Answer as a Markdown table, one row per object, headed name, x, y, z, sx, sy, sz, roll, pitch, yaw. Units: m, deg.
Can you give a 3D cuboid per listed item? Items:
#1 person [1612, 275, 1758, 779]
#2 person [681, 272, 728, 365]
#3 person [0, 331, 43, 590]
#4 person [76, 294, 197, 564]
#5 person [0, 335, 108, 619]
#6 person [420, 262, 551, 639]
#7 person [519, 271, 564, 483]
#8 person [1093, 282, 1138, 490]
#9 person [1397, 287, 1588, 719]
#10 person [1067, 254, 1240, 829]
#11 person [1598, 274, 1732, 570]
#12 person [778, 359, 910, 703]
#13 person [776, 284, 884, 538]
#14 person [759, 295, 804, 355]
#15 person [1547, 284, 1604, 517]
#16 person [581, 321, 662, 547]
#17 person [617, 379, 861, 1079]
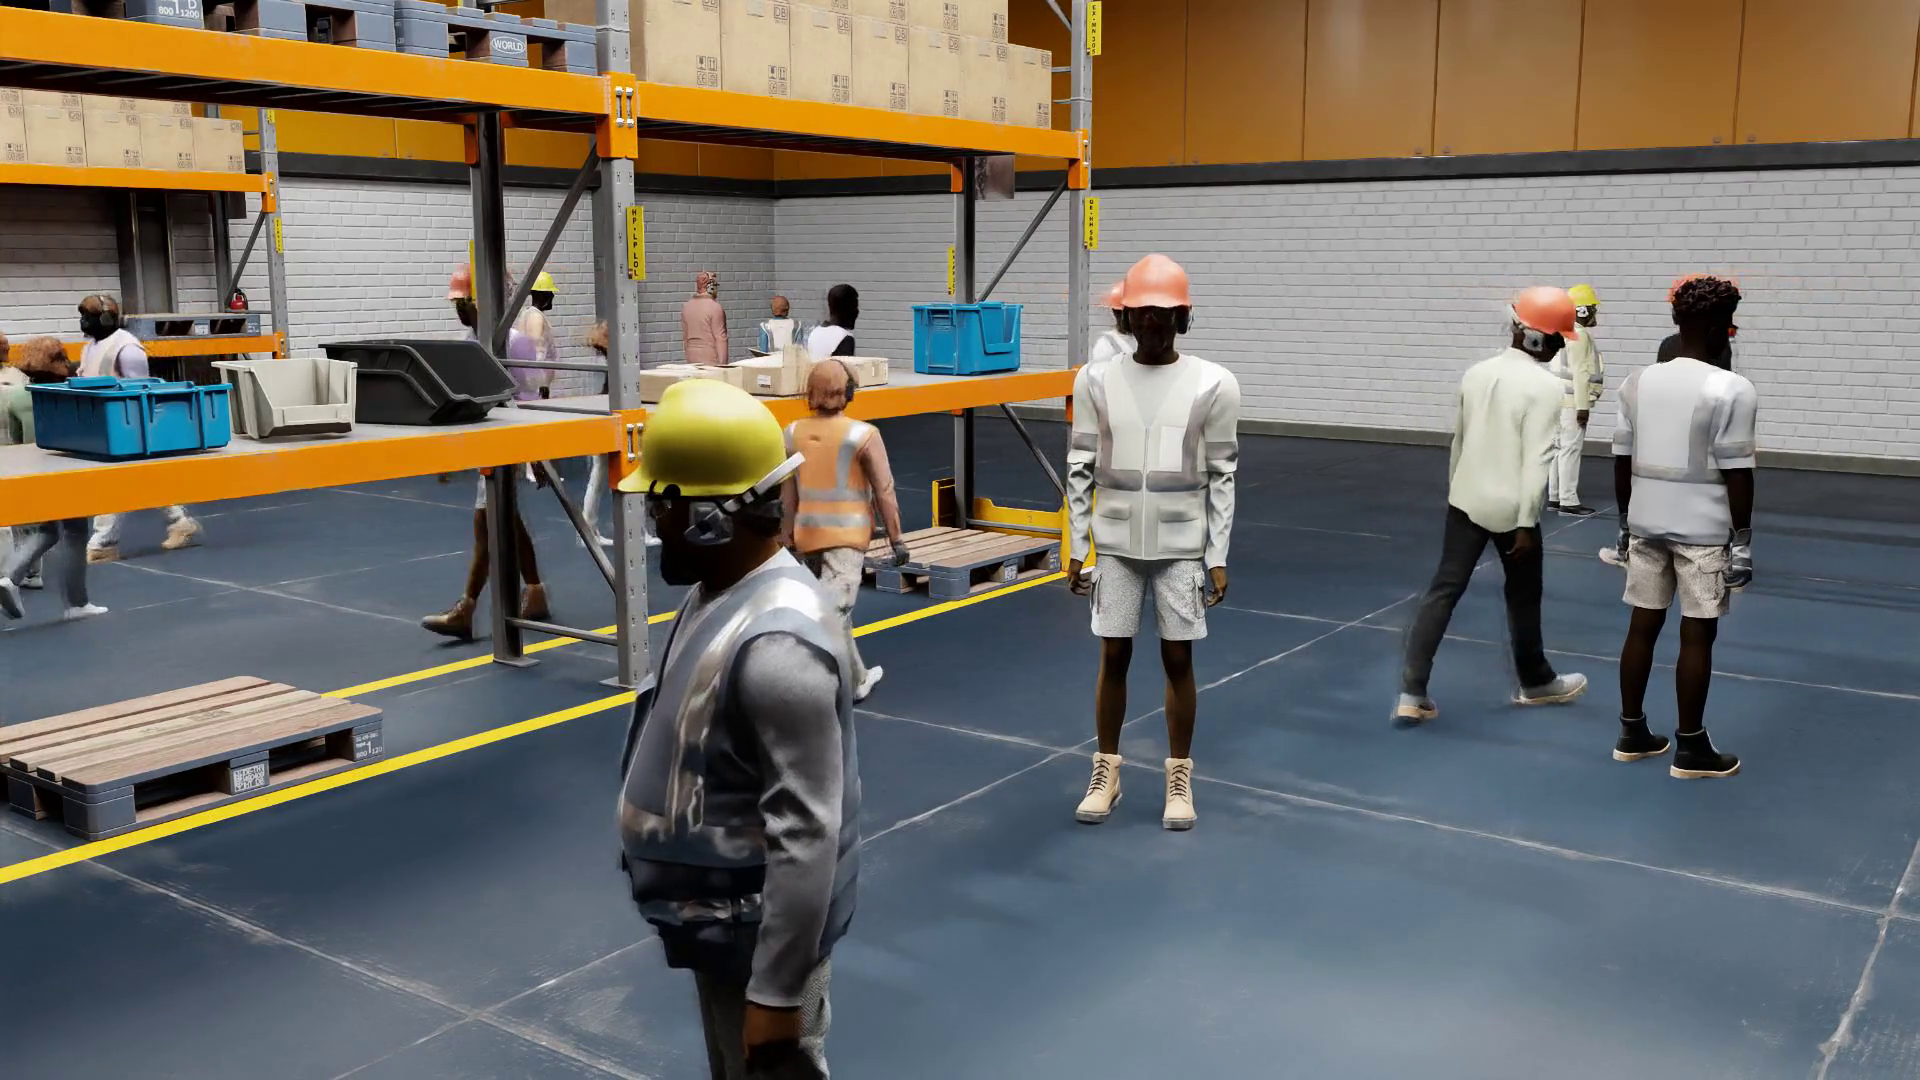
| name | x | y | z | sx | sy | sz | roll | pitch | yaw |
| --- | --- | --- | --- | --- | --- | --- | --- | --- | --- |
| person | 2.856 | -0.050 | 6.555 | 0.361 | 1.964 | 0.615 | -5 | 11 | -28 |
| person | -2.658 | -1.883 | 17.654 | 0.647 | 1.908 | 0.409 | 9 | 13 | 42 |
| person | -5.796 | -0.472 | 10.045 | 0.307 | 1.641 | 0.514 | 2 | 10 | 12 |
| person | -5.675 | -0.769 | 11.339 | 0.637 | 1.810 | 0.903 | 8 | 13 | 41 |
| person | -5.072 | -0.324 | 9.234 | 0.504 | 1.619 | 0.554 | 3 | 10 | 16 |
| person | -2.625 | -0.476 | 8.964 | 0.642 | 1.999 | 0.976 | 8 | 12 | 39 |
| person | -3.824 | -1.481 | 15.197 | 0.381 | 1.924 | 0.594 | -4 | 10 | -20 |
| person | 1.091 | -0.845 | 11.552 | 0.969 | 1.895 | 0.565 | 7 | 12 | 34 |
| person | 2.352 | -0.142 | 7.290 | 1.058 | 1.914 | 0.691 | -5 | 11 | -29 |
| person | 0.676 | 0.015 | 5.939 | 0.608 | 2.046 | 0.367 | 2 | 10 | 14 |
| person | 4.525 | -0.692 | 10.467 | 0.637 | 1.940 | 1.014 | -7 | 12 | -34 |
| person | -0.502 | 0.016 | 7.250 | 0.531 | 1.593 | 0.844 | 6 | 11 | 31 |
| person | -0.995 | -0.907 | 11.972 | 0.943 | 1.867 | 0.610 | -4 | 11 | -25 |
| person | -1.967 | -1.873 | 18.381 | 0.514 | 1.642 | 0.310 | -2 | 10 | -14 |
| person | 4.899 | -1.107 | 13.236 | 0.403 | 1.837 | 0.586 | 1 | 10 | 4 |
| person | -2.375 | -0.743 | 11.732 | 0.712 | 1.604 | 0.522 | -2 | 10 | -11 |
| person | -0.377 | 0.640 | 2.857 | 0.404 | 1.828 | 0.592 | -3 | 10 | -17 |
